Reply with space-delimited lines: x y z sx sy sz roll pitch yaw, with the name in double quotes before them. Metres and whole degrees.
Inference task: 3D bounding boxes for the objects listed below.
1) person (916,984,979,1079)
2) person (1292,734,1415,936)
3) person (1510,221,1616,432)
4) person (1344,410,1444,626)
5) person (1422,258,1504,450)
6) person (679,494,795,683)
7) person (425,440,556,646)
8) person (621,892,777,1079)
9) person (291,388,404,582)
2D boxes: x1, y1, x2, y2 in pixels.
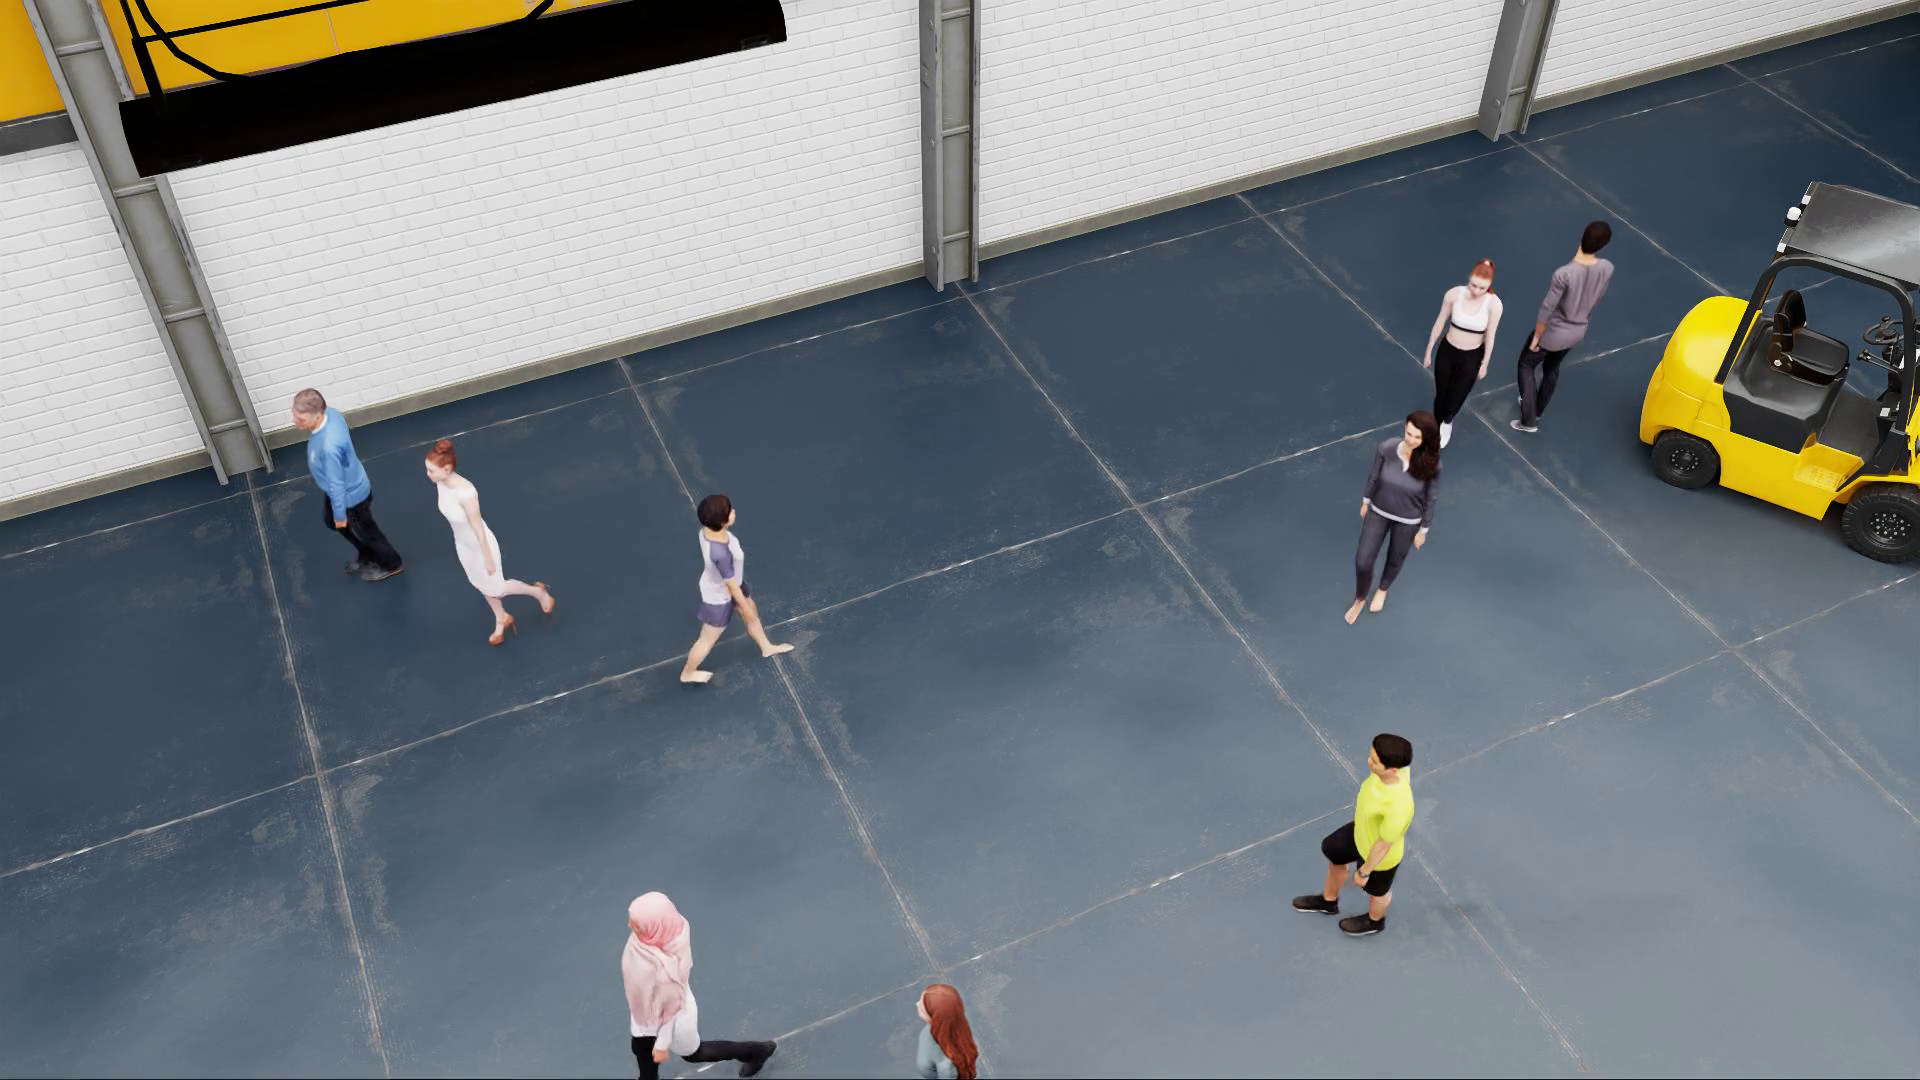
"person" -0.064 2.691 8.140 0.684 1.742 0.673 3 44 3
"person" 2.395 1.654 9.262 0.890 1.696 0.811 -1 44 -1
"person" 4.576 -1.553 12.530 0.752 1.830 0.837 -13 45 -14
"person" 2.948 -0.221 11.187 0.809 1.757 0.867 17 46 17
"person" 3.762 -1.403 12.442 0.741 1.735 0.782 23 48 22
"person" -1.602 0.361 10.745 1.049 1.522 0.657 -13 45 -13
"person" -3.098 0.018 10.923 0.760 1.774 0.916 31 52 29
"person" -1.386 2.368 8.457 1.111 1.772 0.614 -18 47 -18
"person" -4.091 -0.380 11.331 0.616 1.787 0.680 -16 46 -17
